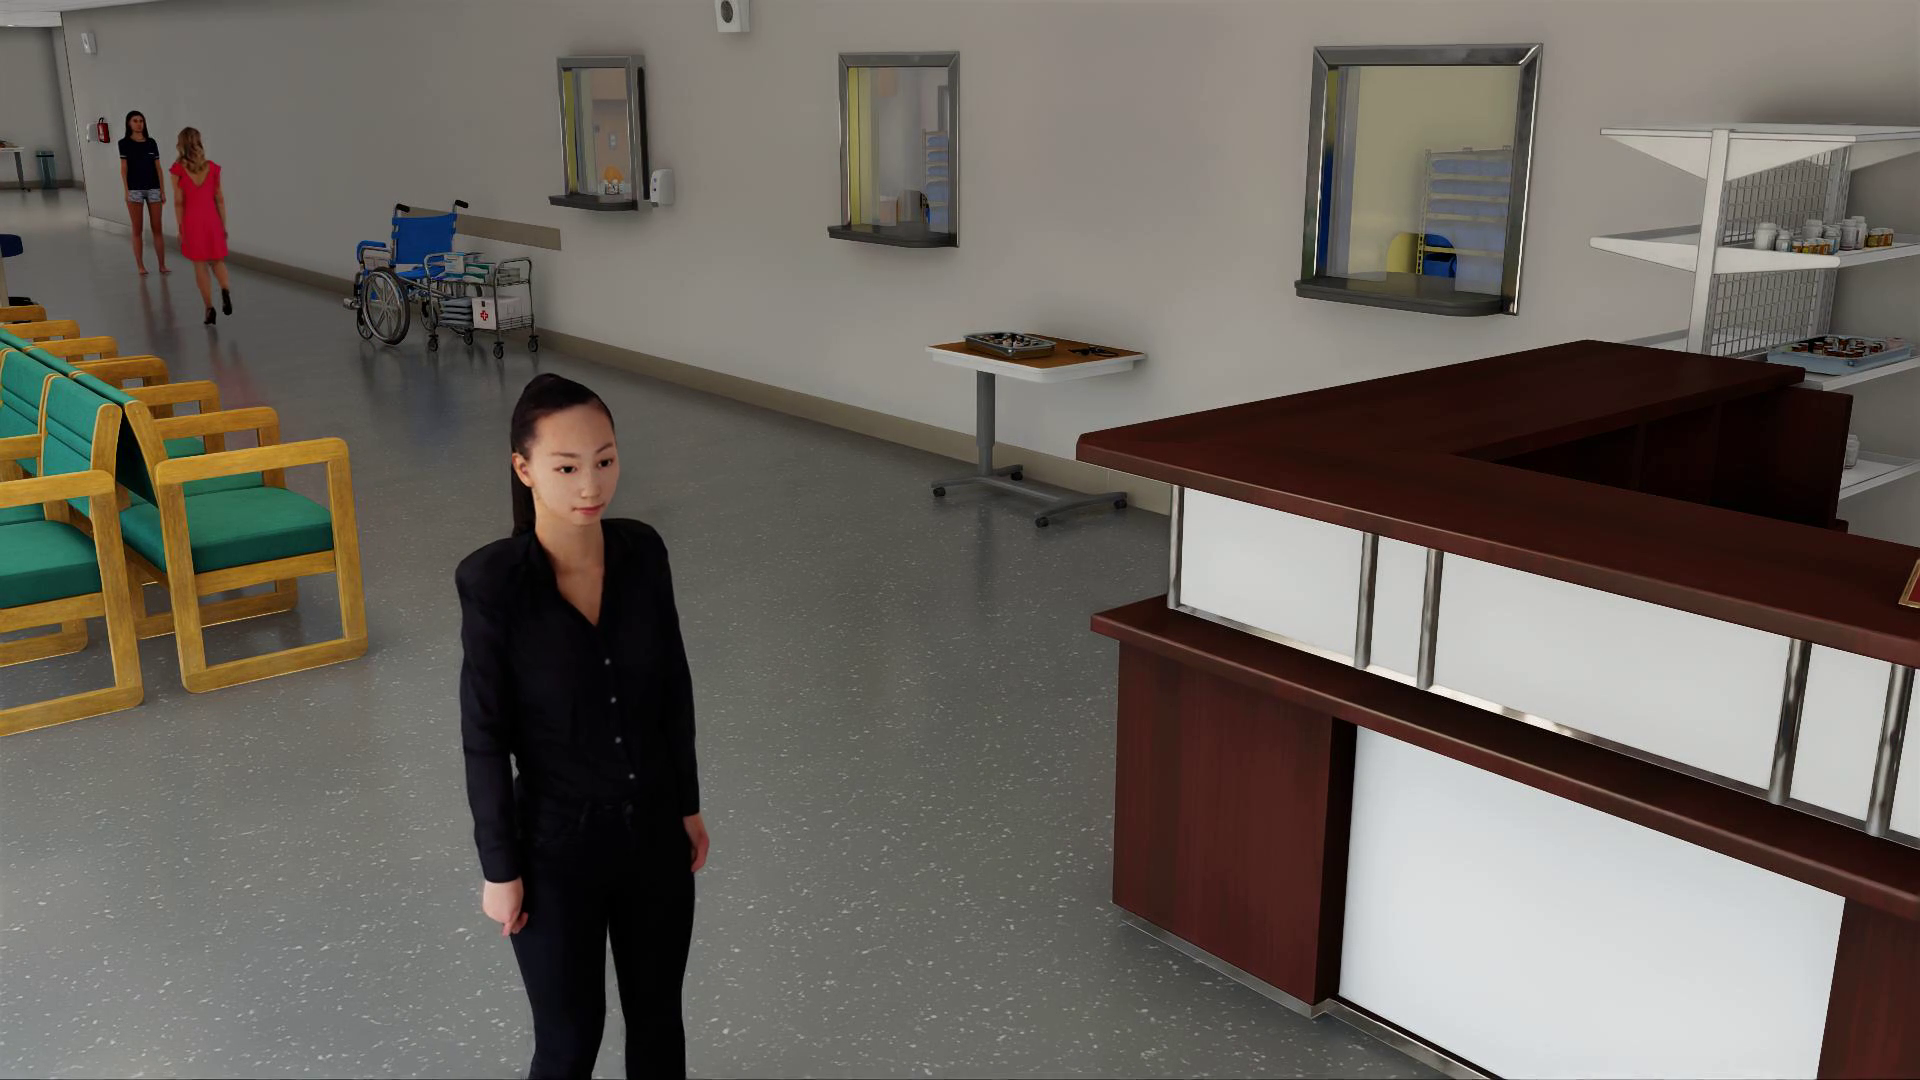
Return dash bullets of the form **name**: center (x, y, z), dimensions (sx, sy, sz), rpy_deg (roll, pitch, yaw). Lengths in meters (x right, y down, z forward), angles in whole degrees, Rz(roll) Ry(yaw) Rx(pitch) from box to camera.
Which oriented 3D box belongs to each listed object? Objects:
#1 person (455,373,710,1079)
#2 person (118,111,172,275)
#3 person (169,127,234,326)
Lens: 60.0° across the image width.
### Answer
- **person**: center (-0.646, 0.550, 2.923), dimensions (0.428, 1.710, 0.640), rpy_deg (-14, 21, -41)
- **person**: center (-9.030, -3.840, 18.393), dimensions (0.462, 1.765, 0.635), rpy_deg (-12, 20, -37)
- **person**: center (-6.594, -2.715, 14.498), dimensions (0.725, 1.713, 0.643), rpy_deg (-12, 20, -37)
